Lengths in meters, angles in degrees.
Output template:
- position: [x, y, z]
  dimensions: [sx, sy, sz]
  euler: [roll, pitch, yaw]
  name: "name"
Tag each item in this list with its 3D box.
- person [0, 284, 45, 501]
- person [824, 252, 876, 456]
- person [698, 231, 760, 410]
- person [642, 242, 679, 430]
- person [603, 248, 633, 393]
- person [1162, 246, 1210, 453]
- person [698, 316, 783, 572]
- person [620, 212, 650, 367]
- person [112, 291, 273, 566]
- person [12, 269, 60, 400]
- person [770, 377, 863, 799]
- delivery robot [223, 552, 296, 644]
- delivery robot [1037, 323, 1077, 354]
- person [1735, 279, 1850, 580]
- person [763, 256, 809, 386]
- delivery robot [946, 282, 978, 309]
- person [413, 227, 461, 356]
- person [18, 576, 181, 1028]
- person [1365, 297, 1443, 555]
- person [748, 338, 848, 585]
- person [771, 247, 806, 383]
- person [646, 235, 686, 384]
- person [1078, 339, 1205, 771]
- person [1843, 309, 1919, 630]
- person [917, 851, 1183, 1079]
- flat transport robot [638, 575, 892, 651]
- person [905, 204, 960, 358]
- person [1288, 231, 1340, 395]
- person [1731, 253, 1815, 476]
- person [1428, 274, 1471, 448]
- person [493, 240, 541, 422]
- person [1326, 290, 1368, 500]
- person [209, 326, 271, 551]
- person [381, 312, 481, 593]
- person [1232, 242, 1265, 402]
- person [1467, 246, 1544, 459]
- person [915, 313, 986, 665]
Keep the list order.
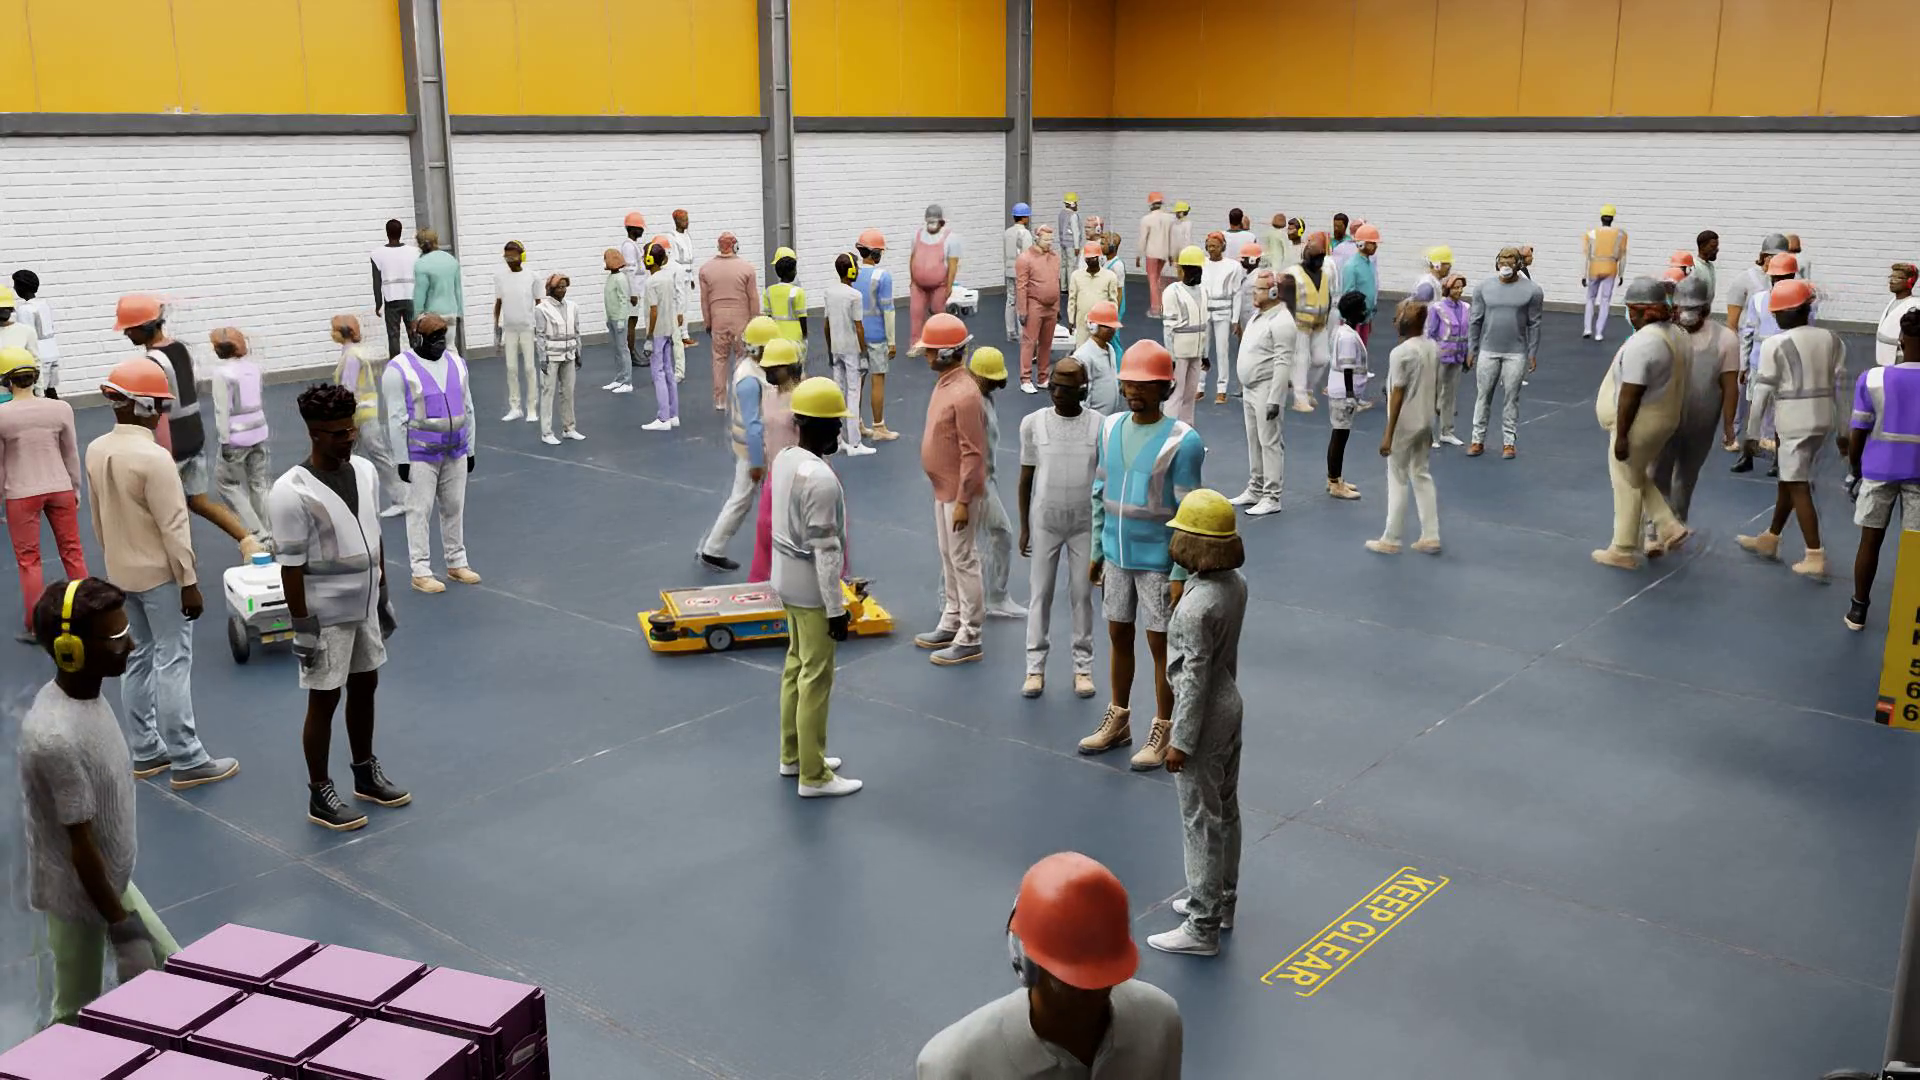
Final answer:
- position: [-7.731, -1.197, 13.546]
  dimensions: [0.521, 1.760, 0.361]
  euler: [-13, 19, -41]
  name: "person"
- position: [-1.033, -1.713, 15.368]
  dimensions: [0.520, 1.871, 0.326]
  euler: [12, 19, 41]
  name: "person"
- position: [-2.437, -2.331, 17.759]
  dimensions: [0.643, 1.909, 0.410]
  euler: [2, 14, 7]
  name: "person"
- position: [-3.029, -2.035, 16.654]
  dimensions: [0.314, 1.869, 0.535]
  euler: [4, 15, 15]
  name: "person"
- position: [-3.936, -2.508, 19.024]
  dimensions: [0.280, 1.633, 0.500]
  euler: [-8, 16, -30]
  name: "person"
- position: [2.104, -1.731, 15.357]
  dimensions: [0.594, 1.939, 0.384]
  euler: [-13, 19, -43]
  name: "person"
- position: [-1.362, -0.631, 11.240]
  dimensions: [0.930, 1.780, 0.595]
  euler: [1, 14, 6]
  name: "person"
- position: [-4.109, -3.171, 21.051]
  dimensions: [0.376, 1.939, 0.547]
  euler: [-2, 14, -8]
  name: "person"
- position: [-4.984, -0.619, 10.755]
  dimensions: [0.868, 2.000, 0.623]
  euler: [0, 14, -1]
  name: "person"
- position: [-8.684, -1.693, 15.691]
  dimensions: [0.321, 1.673, 0.539]
  euler: [-1, 14, -6]
  name: "person"
- position: [-0.657, 0.213, 7.579]
  dimensions: [0.396, 1.918, 0.593]
  euler: [-6, 15, -22]
  name: "person"
- position: [-4.070, 0.315, 9.736]
  dimensions: [0.477, 0.478, 0.707]
  euler: [-9, 17, -33]
  name: "delivery robot"
- position: [1.190, -2.603, 21.399]
  dimensions: [0.707, 0.478, 0.477]
  euler: [1, 14, 5]
  name: "delivery robot"
- position: [5.675, -0.764, 11.321]
  dimensions: [0.633, 1.982, 0.983]
  euler: [-5, 15, -18]
  name: "person"
- position: [-1.779, -2.072, 17.167]
  dimensions: [0.534, 1.689, 0.318]
  euler: [8, 16, 30]
  name: "person"
- position: [-0.063, -3.847, 26.370]
  dimensions: [0.707, 0.478, 0.477]
  euler: [-10, 17, -35]
  name: "delivery robot"
- position: [-5.726, -2.466, 18.280]
  dimensions: [0.394, 1.921, 0.671]
  euler: [5, 15, 20]
  name: "person"
- position: [-2.264, 0.991, 4.624]
  dimensions: [0.900, 1.828, 0.566]
  euler: [-4, 15, -15]
  name: "person"
- position: [3.168, -0.789, 11.742]
  dimensions: [0.520, 1.847, 0.368]
  euler: [-11, 18, -37]
  name: "person"
- position: [-1.065, -0.417, 10.498]
  dimensions: [0.535, 1.724, 0.914]
  euler: [12, 19, 40]
  name: "person"
- position: [-1.795, -2.189, 17.494]
  dimensions: [0.341, 1.760, 0.525]
  euler: [1, 14, 3]
  name: "person"
- position: [-3.484, -2.711, 19.608]
  dimensions: [0.566, 1.744, 0.349]
  euler: [8, 16, 28]
  name: "person"
- position: [0.848, 0.073, 7.869]
  dimensions: [0.607, 2.048, 0.365]
  euler: [13, 19, 43]
  name: "person"
- position: [5.625, -0.400, 9.937]
  dimensions: [0.602, 1.959, 0.379]
  euler: [9, 16, 31]
  name: "person"
- position: [0.192, 1.403, 3.162]
  dimensions: [0.573, 1.752, 0.343]
  euler: [-7, 16, -26]
  name: "person"
- position: [-1.187, 0.431, 10.038]
  dimensions: [1.431, 0.197, 0.652]
  euler: [-4, 15, -17]
  name: "flat transport robot"
- position: [-0.389, -3.382, 21.687]
  dimensions: [0.701, 2.000, 0.809]
  euler: [5, 15, 18]
  name: "person"
- position: [3.975, -2.538, 18.708]
  dimensions: [0.907, 1.841, 0.590]
  euler: [3, 14, 10]
  name: "person"
- position: [7.065, -1.520, 14.455]
  dimensions: [0.553, 1.935, 0.361]
  euler: [12, 18, 39]
  name: "person"
- position: [4.620, -1.698, 15.774]
  dimensions: [0.511, 1.641, 0.308]
  euler: [-8, 16, -28]
  name: "person"
- position: [-4.528, -2.141, 17.110]
  dimensions: [0.602, 1.864, 0.376]
  euler: [0, 14, 1]
  name: "person"
- position: [3.172, -1.192, 13.631]
  dimensions: [0.320, 1.697, 0.531]
  euler: [2, 14, 9]
  name: "person"
- position: [-5.107, -0.704, 11.796]
  dimensions: [0.385, 1.628, 0.528]
  euler: [4, 15, 17]
  name: "person"
- position: [-3.433, -0.572, 10.894]
  dimensions: [0.430, 1.836, 0.618]
  euler: [12, 18, 39]
  name: "person"
- position: [3.194, -2.405, 18.366]
  dimensions: [0.342, 1.748, 0.573]
  euler: [0, 14, 0]
  name: "person"
- position: [4.965, -1.712, 15.221]
  dimensions: [0.635, 1.937, 0.355]
  euler: [6, 15, 22]
  name: "person"
- position: [-0.050, -0.287, 9.420]
  dimensions: [0.392, 1.991, 0.612]
  euler: [-3, 14, -13]
  name: "person"
